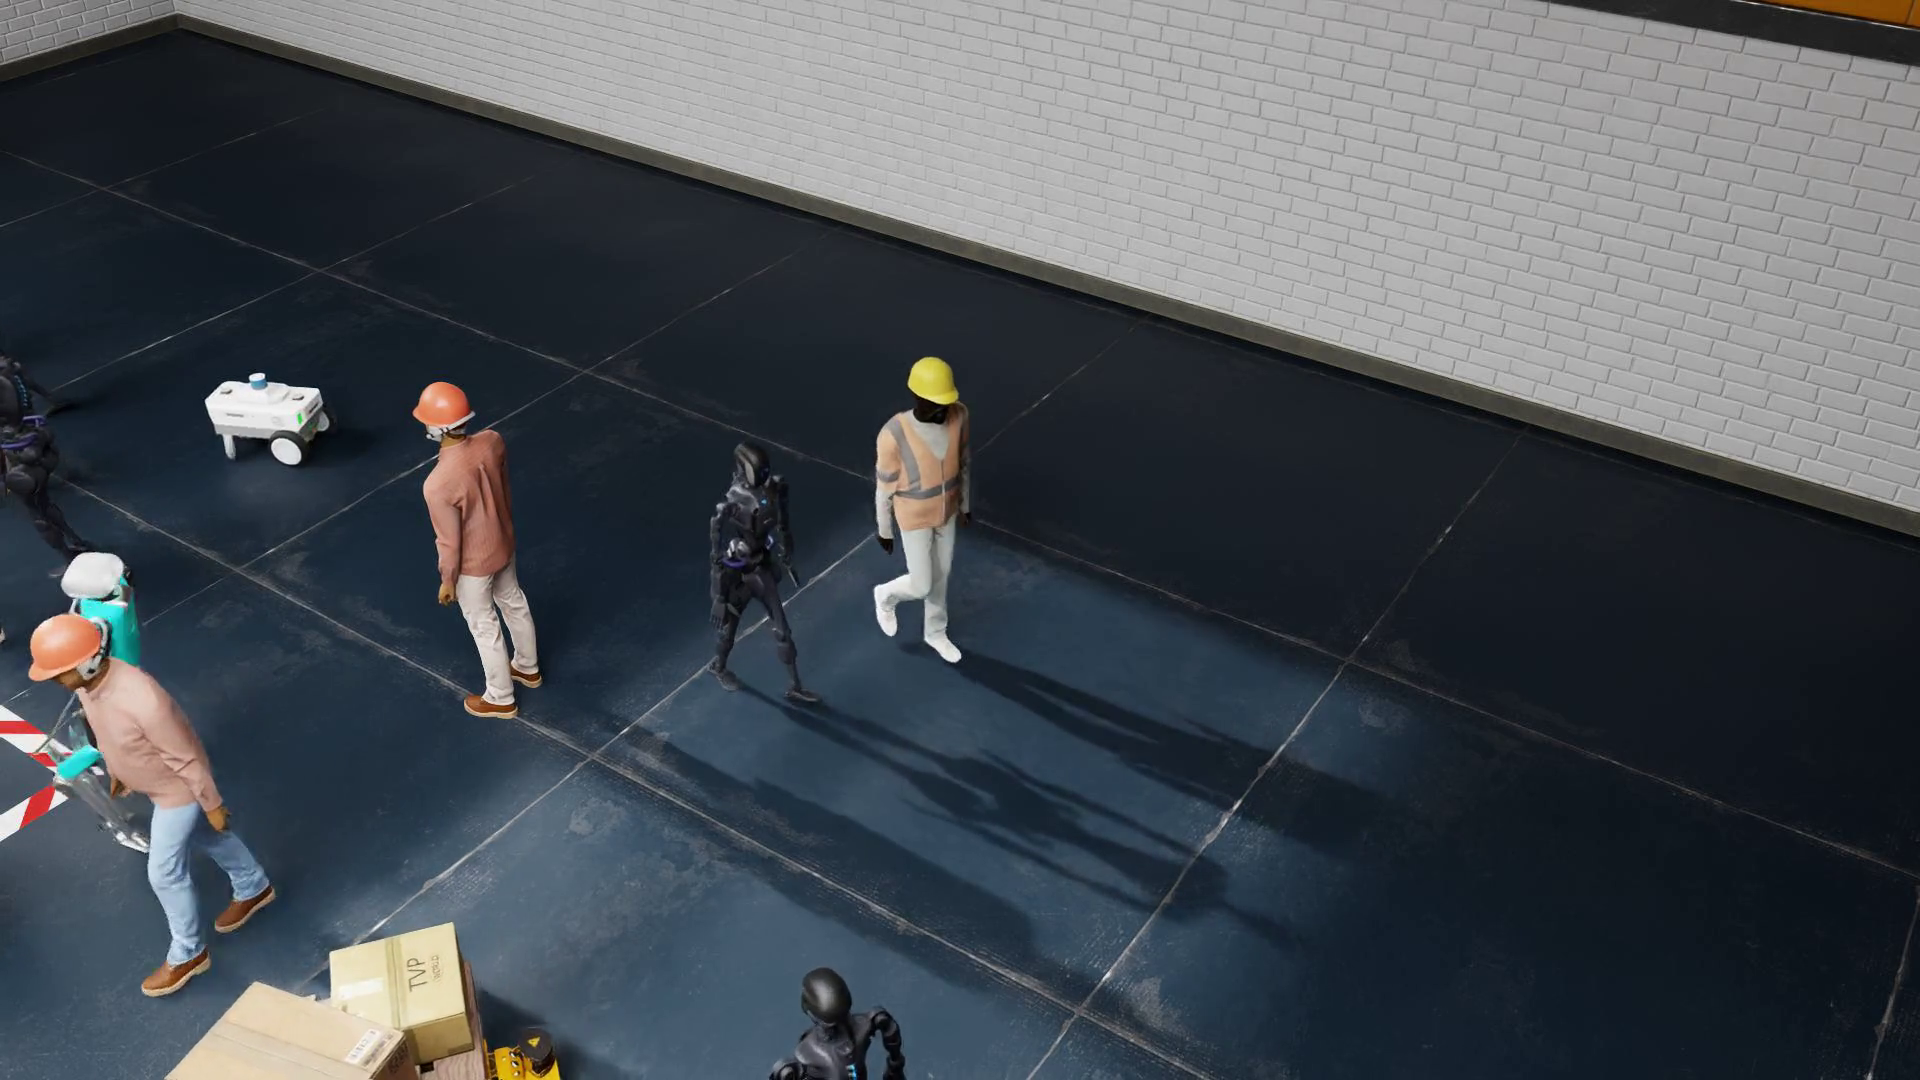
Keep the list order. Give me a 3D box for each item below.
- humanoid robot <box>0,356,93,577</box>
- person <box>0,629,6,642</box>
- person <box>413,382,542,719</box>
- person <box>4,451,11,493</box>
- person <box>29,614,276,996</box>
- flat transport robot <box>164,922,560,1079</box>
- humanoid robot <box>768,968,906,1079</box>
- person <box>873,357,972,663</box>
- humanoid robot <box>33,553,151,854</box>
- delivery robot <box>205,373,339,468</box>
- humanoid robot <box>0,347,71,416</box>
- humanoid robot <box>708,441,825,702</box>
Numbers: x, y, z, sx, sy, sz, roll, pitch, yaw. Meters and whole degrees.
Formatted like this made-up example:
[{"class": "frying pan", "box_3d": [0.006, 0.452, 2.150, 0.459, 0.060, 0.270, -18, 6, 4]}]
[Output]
[{"class": "humanoid robot", "box_3d": [-5.493, -0.486, 9.731, 0.325, 1.657, 0.601, -2, 35, -3]}, {"class": "person", "box_3d": [-5.914, -0.297, 9.278, 0.945, 1.897, 0.680, 10, 36, 15]}, {"class": "person", "box_3d": [-2.520, 0.062, 8.671, 0.376, 1.995, 0.609, 12, 37, 17]}, {"class": "person", "box_3d": [-6.489, -1.007, 10.316, 0.803, 1.865, 0.492, -14, 37, -20]}, {"class": "person", "box_3d": [-3.540, 1.102, 7.235, 0.655, 1.943, 0.842, 28, 44, 34]}, {"class": "flat transport robot", "box_3d": [-2.331, 2.462, 6.745, 1.431, 0.231, 0.659, -11, 37, -16]}, {"class": "humanoid robot", "box_3d": [-0.393, 2.182, 5.943, 0.590, 1.661, 0.408, -23, 41, -29]}, {"class": "person", "box_3d": [-0.203, -0.177, 9.082, 0.586, 1.915, 0.512, -27, 43, -33]}, {"class": "humanoid robot", "box_3d": [-4.130, 0.832, 7.810, 0.840, 1.787, 0.611, -6, 35, -8]}, {"class": "delivery robot", "box_3d": [-4.658, -0.837, 11.203, 0.740, 0.587, 0.525, 5, 35, 8]}, {"class": "humanoid robot", "box_3d": [-6.608, -1.447, 11.154, 0.797, 1.629, 0.603, -20, 39, -26]}, {"class": "humanoid robot", "box_3d": [-1.094, 0.189, 8.789, 0.733, 1.624, 0.589, 26, 43, 32]}]
